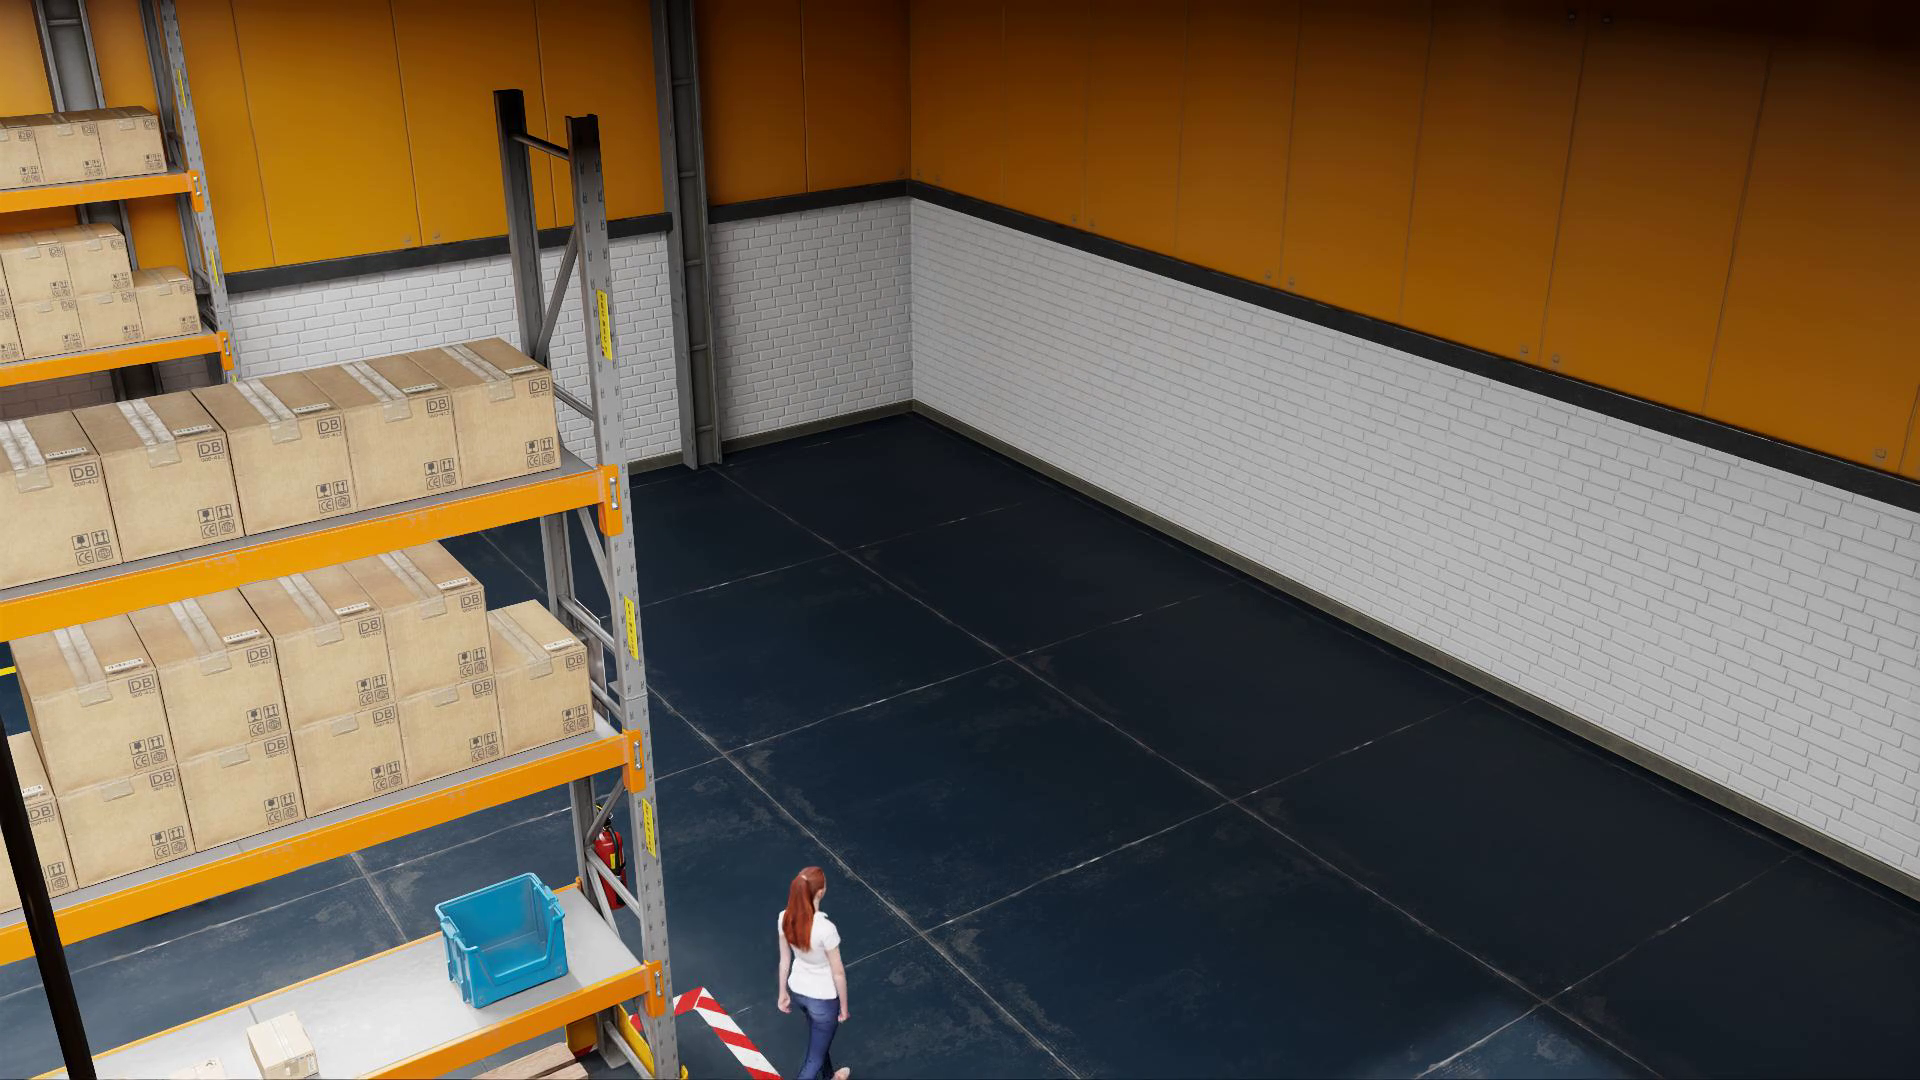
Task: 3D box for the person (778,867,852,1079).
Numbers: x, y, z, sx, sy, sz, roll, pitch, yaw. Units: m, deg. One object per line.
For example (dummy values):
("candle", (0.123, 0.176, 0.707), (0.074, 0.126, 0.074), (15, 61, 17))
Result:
("person", (-0.912, 2.738, 9.721), (0.897, 1.704, 1.182), (15, 28, 30))
